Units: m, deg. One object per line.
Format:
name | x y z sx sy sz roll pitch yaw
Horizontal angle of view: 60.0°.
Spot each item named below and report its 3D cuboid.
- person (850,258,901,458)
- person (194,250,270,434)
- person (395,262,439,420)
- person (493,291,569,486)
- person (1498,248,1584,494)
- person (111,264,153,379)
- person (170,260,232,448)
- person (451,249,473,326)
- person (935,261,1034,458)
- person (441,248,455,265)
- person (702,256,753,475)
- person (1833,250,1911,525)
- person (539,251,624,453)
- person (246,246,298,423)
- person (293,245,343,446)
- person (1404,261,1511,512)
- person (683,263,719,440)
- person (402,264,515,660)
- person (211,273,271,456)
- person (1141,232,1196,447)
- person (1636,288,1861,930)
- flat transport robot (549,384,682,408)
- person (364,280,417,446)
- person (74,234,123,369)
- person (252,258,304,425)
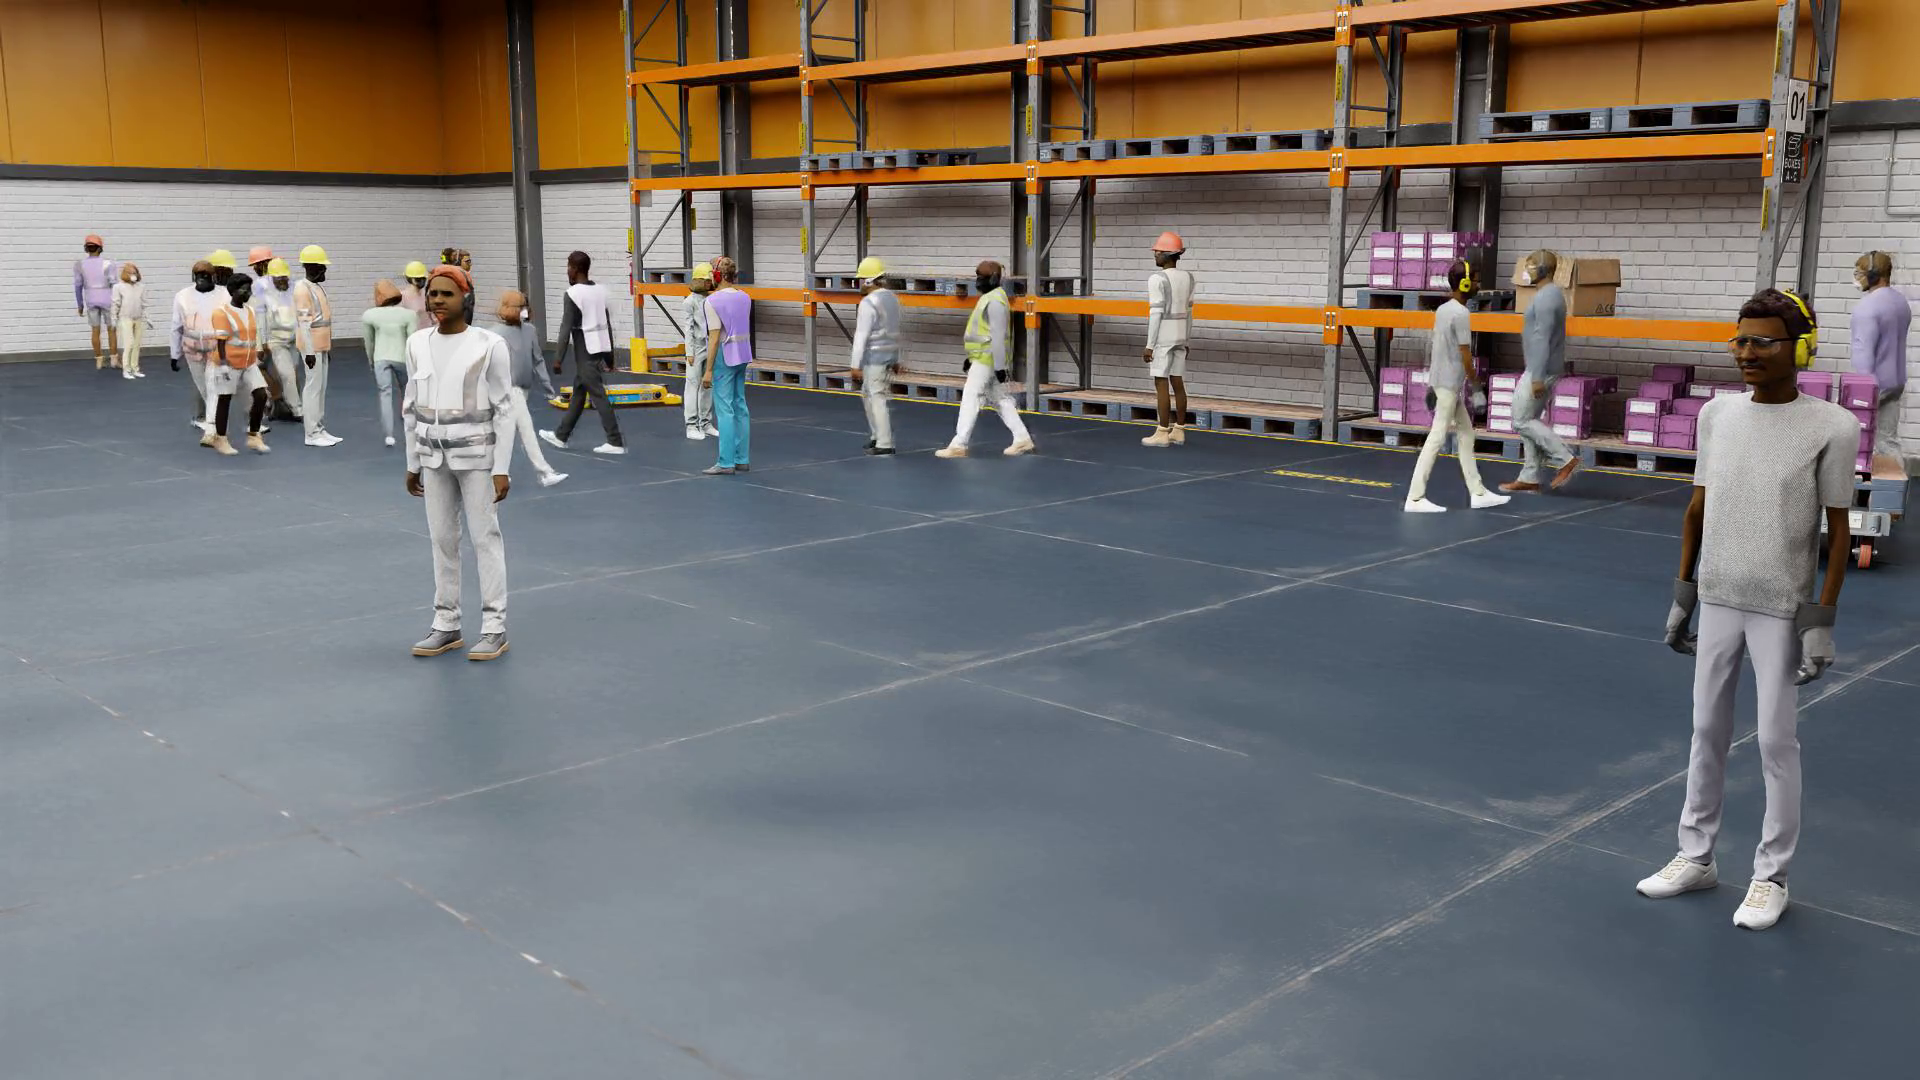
person | -0.821 -1.650 15.145 0.532 1.811 0.632 4 11 23
person | -7.541 -2.018 17.015 1.010 1.879 0.600 5 12 27
person | -5.804 -2.129 17.997 0.821 1.728 0.538 4 11 21
person | -3.573 -1.227 13.504 0.897 1.574 0.503 4 11 20
person | 4.527 -1.287 12.885 0.512 1.920 0.644 4 11 21
person | -11.771 -3.101 23.637 0.415 1.606 0.510 6 12 29
person | -7.294 -1.816 16.133 0.640 1.798 0.985 -1 10 -7
person | -6.130 -2.652 20.540 0.345 1.846 0.507 -1 10 -5
person | 0.261 -1.648 15.208 0.918 1.795 0.619 0 10 1
person | -7.417 -3.337 24.299 0.413 1.842 0.507 6 12 29
person | -1.962 -1.467 14.076 0.390 1.846 0.565 5 12 25
person | 6.348 -1.070 11.730 0.665 1.907 0.755 -7 13 -35
person | -3.563 -1.741 15.494 0.982 1.864 0.621 3 11 18
person | -7.372 -2.199 17.910 0.443 1.906 0.574 6 12 30
person | -6.193 -1.867 16.035 0.375 1.925 0.595 -1 10 -7
person | 3.687 -1.094 12.083 0.901 1.830 0.528 1 10 4
person | -2.554 -1.883 16.621 0.313 1.744 0.487 6 12 30
person | -2.406 -0.364 7.957 0.580 1.884 0.352 3 11 17
person | -6.619 -1.604 15.272 0.593 1.669 0.565 4 11 22
person | 1.987 -1.918 15.983 0.614 2.046 0.362 -10 14 -43
person | 2.332 0.205 4.908 0.328 1.867 0.514 -8 13 -36
flat transport robot | -4.089 -1.715 19.726 1.431 0.197 0.652 -6 12 -28
person | -5.524 -1.725 16.195 0.503 1.581 0.861 -3 11 -16
person | -13.015 -3.594 25.156 0.610 2.045 0.385 -2 11 -13
person | -7.334 -2.139 17.911 0.847 1.796 0.606 6 12 28
